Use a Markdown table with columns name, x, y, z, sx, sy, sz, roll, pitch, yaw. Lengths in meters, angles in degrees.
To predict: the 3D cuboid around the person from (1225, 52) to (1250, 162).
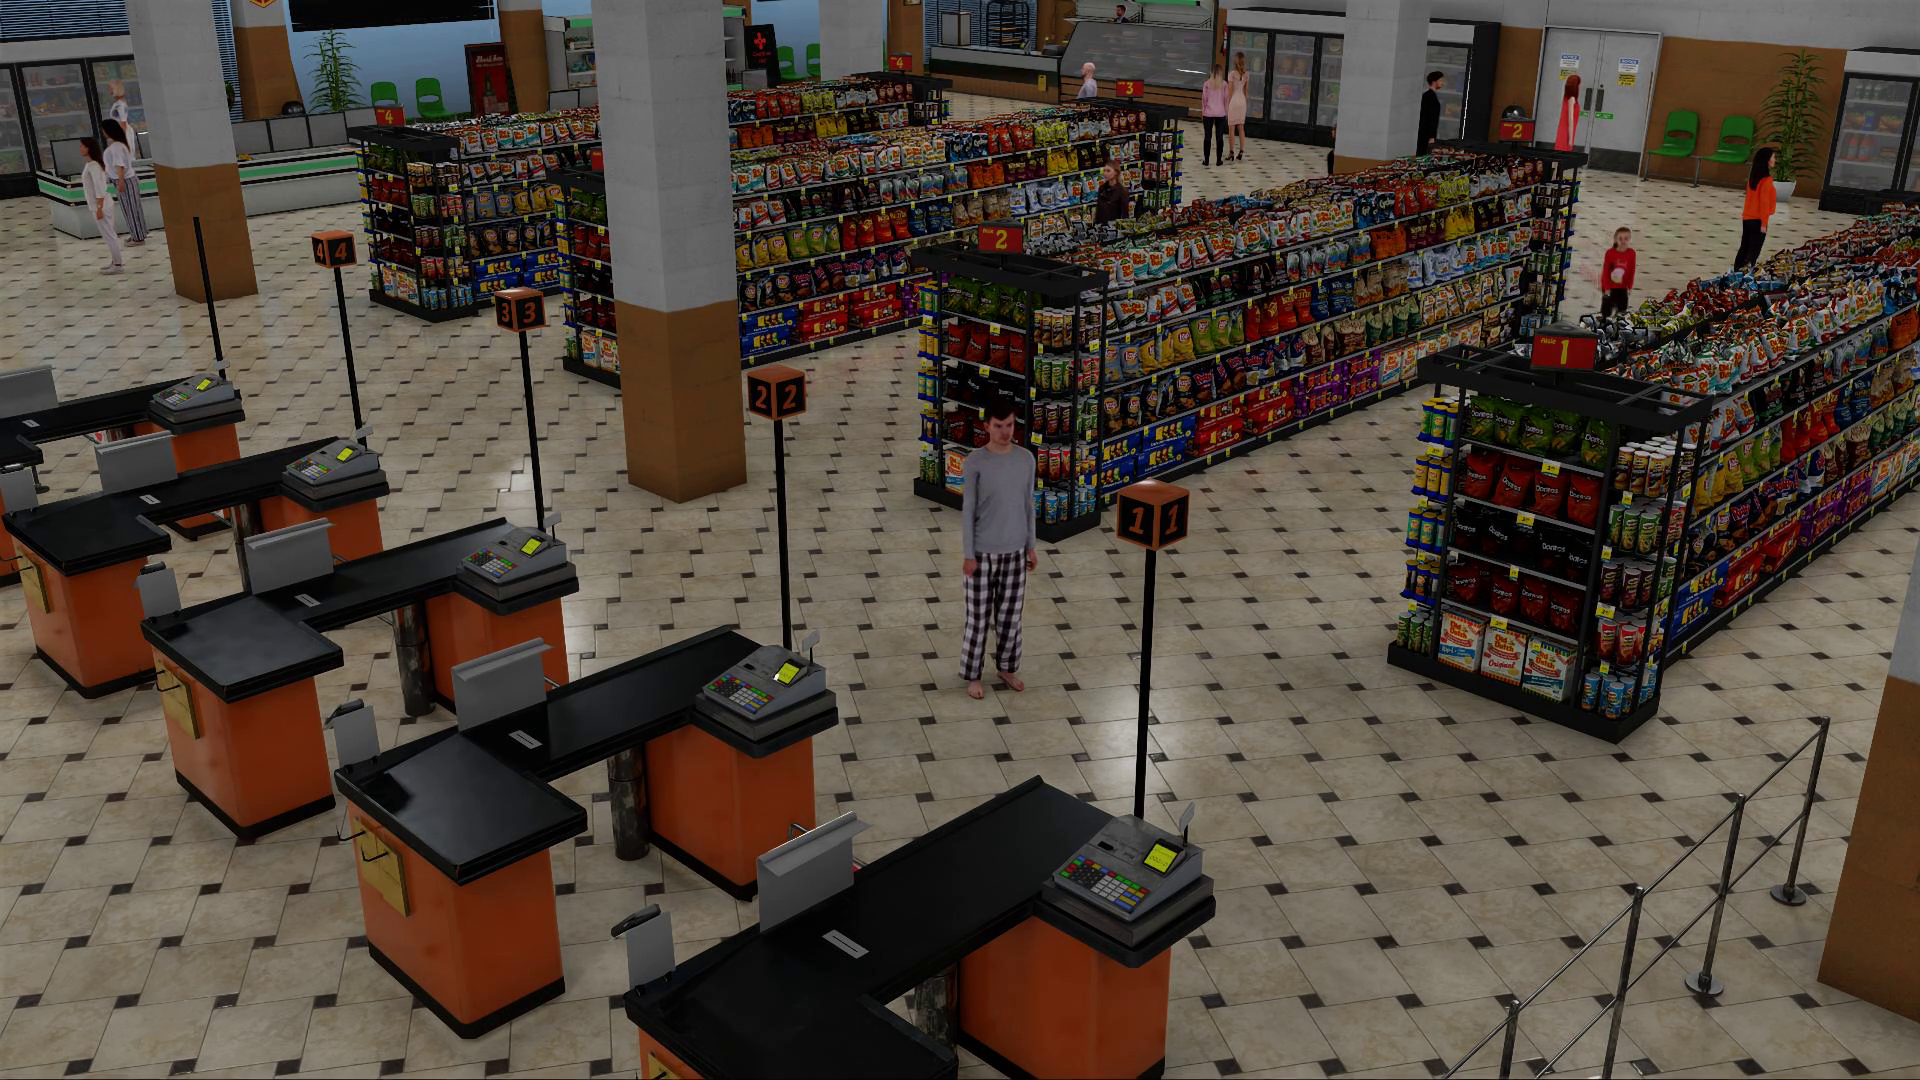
| name | x | y | z | sx | sy | sz | roll | pitch | yaw |
| --- | --- | --- | --- | --- | --- | --- | --- | --- | --- |
| person | 4.806 | -7.530 | 28.874 | 0.566 | 1.829 | 0.703 | -9 | 24 | -21 |

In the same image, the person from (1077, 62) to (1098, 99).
| name | x | y | z | sx | sy | sz | roll | pitch | yaw |
| --- | --- | --- | --- | --- | --- | --- | --- | --- | --- |
| person | 2.085 | -6.890 | 27.270 | 0.817 | 1.838 | 0.735 | 2 | 22 | 5 |

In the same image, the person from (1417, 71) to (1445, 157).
| name | x | y | z | sx | sy | sz | roll | pitch | yaw |
| --- | --- | --- | --- | --- | --- | --- | --- | --- | --- |
| person | 7.192 | -6.254 | 25.616 | 0.840 | 1.890 | 0.766 | 1 | 22 | 3 |

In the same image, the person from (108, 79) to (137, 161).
| name | x | y | z | sx | sy | sz | roll | pitch | yaw |
| --- | --- | --- | --- | --- | --- | --- | --- | --- | --- |
| person | -12.984 | -6.282 | 25.872 | 0.599 | 1.752 | 0.618 | -11 | 24 | -25 |

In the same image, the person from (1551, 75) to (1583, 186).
| name | x | y | z | sx | sy | sz | roll | pitch | yaw |
| --- | --- | --- | --- | --- | --- | --- | --- | --- | --- |
| person | 9.343 | -6.242 | 25.672 | 0.738 | 1.826 | 0.655 | 2 | 22 | 5 |

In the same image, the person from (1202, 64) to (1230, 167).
| name | x | y | z | sx | sy | sz | roll | pitch | yaw |
| --- | --- | --- | --- | --- | --- | --- | --- | --- | --- |
| person | 4.340 | -7.260 | 28.393 | 0.688 | 1.687 | 0.729 | 2 | 22 | 6 |

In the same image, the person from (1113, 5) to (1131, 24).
| name | x | y | z | sx | sy | sz | roll | pitch | yaw |
| --- | --- | --- | --- | --- | --- | --- | --- | --- | --- |
| person | 3.711 | -11.418 | 38.499 | 0.631 | 1.867 | 0.549 | 20 | 30 | 41 |

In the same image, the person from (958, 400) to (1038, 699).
| name | x | y | z | sx | sy | sz | roll | pitch | yaw |
| --- | --- | --- | --- | --- | --- | --- | --- | --- | --- |
| person | 0.218 | 0.041 | 10.007 | 0.627 | 1.847 | 0.762 | -7 | 23 | -18 |

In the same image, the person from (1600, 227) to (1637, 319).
| name | x | y | z | sx | sy | sz | roll | pitch | yaw |
| --- | --- | --- | --- | --- | --- | --- | --- | --- | --- |
| person | 6.888 | -2.672 | 17.533 | 0.655 | 1.271 | 0.723 | 2 | 22 | 5 |

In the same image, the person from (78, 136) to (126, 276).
| name | x | y | z | sx | sy | sz | roll | pitch | yaw |
| --- | --- | --- | --- | --- | --- | --- | --- | --- | --- |
| person | -10.676 | -4.160 | 20.677 | 0.644 | 1.688 | 0.666 | -10 | 24 | -23 |

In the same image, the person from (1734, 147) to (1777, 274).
| name | x | y | z | sx | sy | sz | roll | pitch | yaw |
| --- | --- | --- | --- | --- | --- | --- | --- | --- | --- |
| person | 9.322 | -3.722 | 19.504 | 0.763 | 1.749 | 0.698 | 1 | 22 | 1 |

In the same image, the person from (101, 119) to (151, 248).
| name | x | y | z | sx | sy | sz | roll | pitch | yaw |
| --- | --- | --- | --- | --- | --- | --- | --- | --- | --- |
| person | -11.181 | -4.799 | 22.273 | 0.772 | 1.683 | 0.775 | -8 | 23 | -18 |

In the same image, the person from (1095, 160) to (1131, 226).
| name | x | y | z | sx | sy | sz | roll | pitch | yaw |
| --- | --- | --- | --- | --- | --- | --- | --- | --- | --- |
| person | 1.731 | -3.472 | 18.943 | 0.593 | 1.703 | 0.490 | 20 | 29 | 41 |
